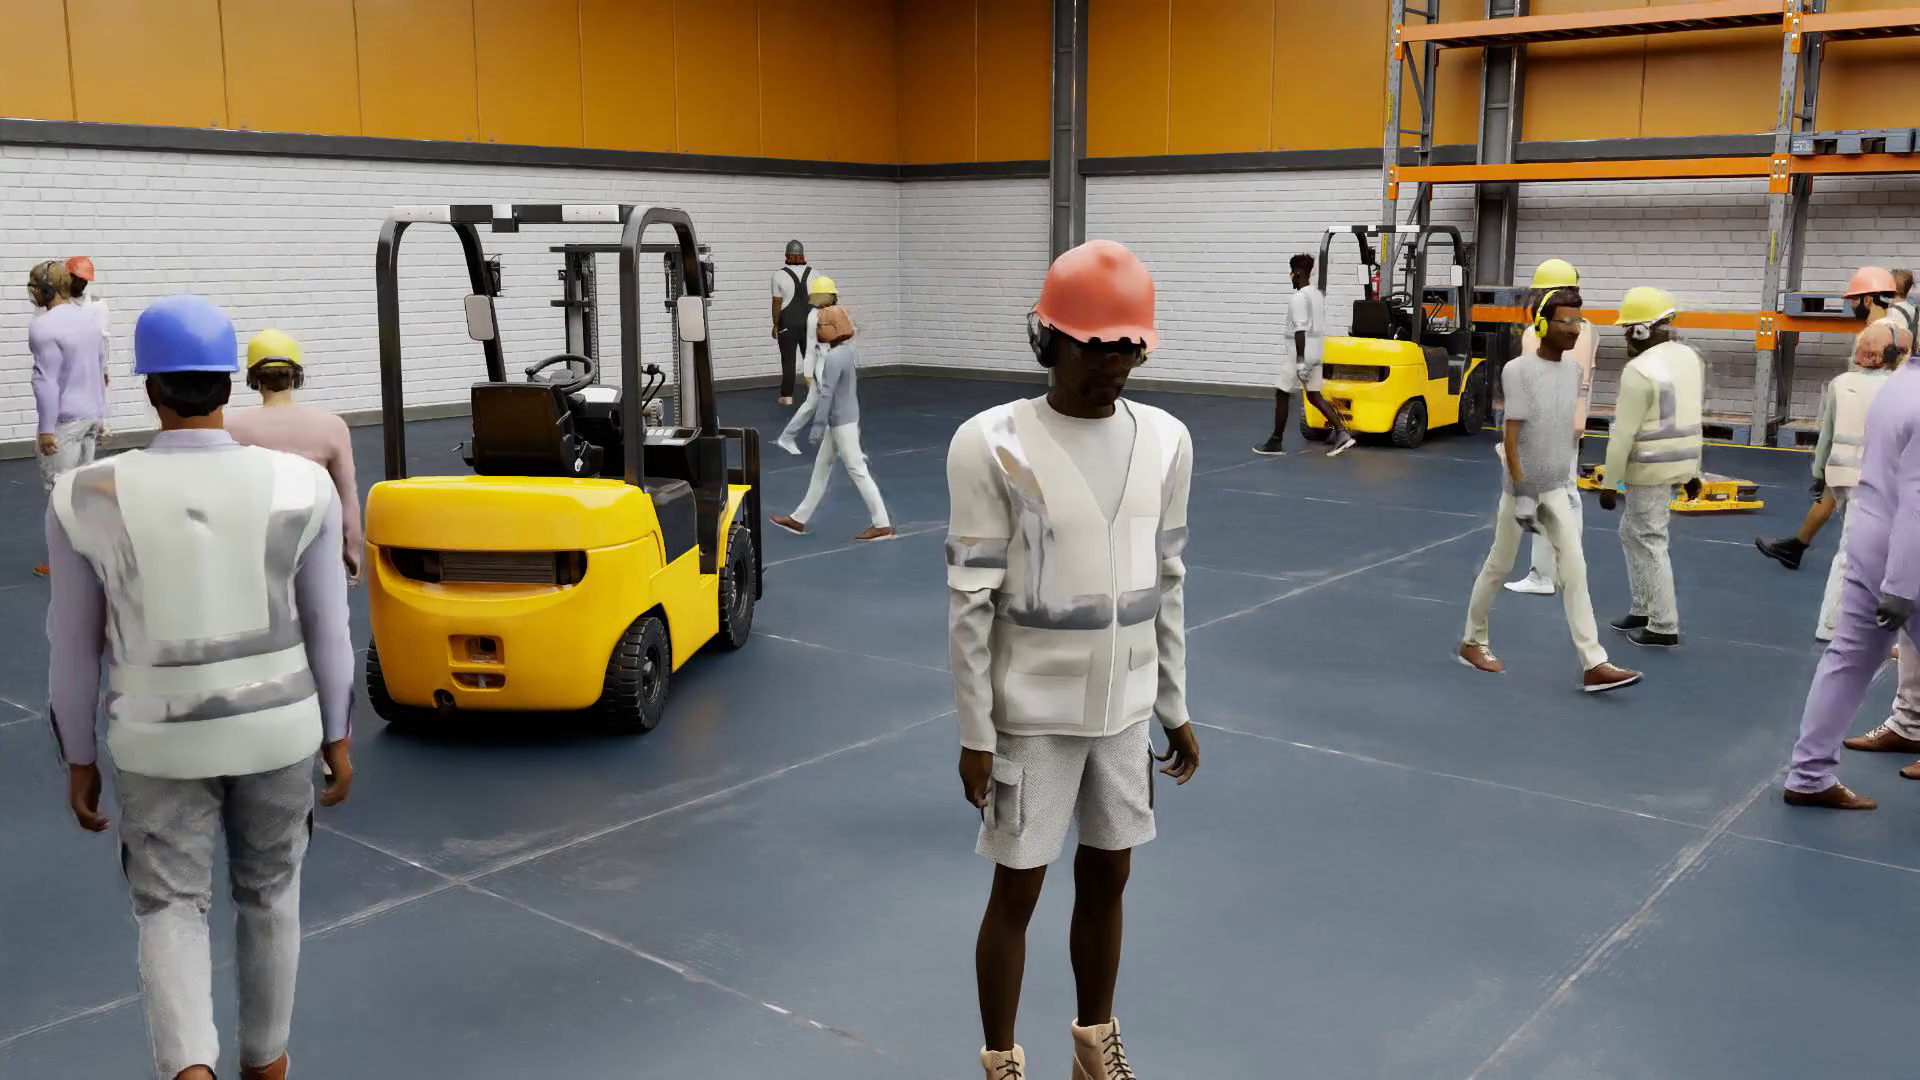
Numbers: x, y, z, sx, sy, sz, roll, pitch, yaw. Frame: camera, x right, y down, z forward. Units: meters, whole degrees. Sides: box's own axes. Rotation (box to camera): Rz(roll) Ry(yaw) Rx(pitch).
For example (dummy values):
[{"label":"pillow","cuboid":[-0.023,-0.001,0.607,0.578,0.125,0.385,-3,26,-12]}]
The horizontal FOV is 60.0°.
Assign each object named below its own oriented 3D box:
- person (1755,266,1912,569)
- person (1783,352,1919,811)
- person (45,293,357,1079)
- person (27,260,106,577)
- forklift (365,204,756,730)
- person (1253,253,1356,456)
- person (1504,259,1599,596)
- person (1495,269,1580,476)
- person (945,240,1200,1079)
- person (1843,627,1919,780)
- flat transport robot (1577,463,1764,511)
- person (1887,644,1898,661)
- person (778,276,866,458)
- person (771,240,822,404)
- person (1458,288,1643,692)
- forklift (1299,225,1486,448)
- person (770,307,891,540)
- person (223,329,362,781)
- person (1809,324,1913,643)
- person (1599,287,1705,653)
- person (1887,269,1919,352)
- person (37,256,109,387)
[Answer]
[{"label":"person","cuboid":[5.430,-0.694,9.984,0.543,1.870,1.036,-7,13,-35]},{"label":"person","cuboid":[3.393,0.086,5.719,0.933,1.867,0.664,2,10,12]},{"label":"person","cuboid":[-1.631,0.432,3.633,0.618,1.925,0.752,-5,11,-25]},{"label":"person","cuboid":[-5.299,-0.721,10.053,0.636,1.924,0.634,0,10,-2]},{"label":"forklift","cuboid":[-1.766,-0.406,7.525,1.214,2.155,2.313,1,10,7]},{"label":"person","cuboid":[3.288,-1.734,15.650,0.918,1.926,0.600,8,13,36]},{"label":"person","cuboid":[3.389,-0.642,9.572,0.592,1.925,0.385,-7,12,-34]},{"label":"person","cuboid":[4.935,-1.386,14.003,0.613,1.824,0.631,5,11,24]},{"label":"person","cuboid":[0.270,0.372,3.658,0.605,2.034,0.390,-5,12,-27]},{"label":"person","cuboid":[3.738,-0.048,6.337,0.409,1.908,0.643,0,10,-2]},{"label":"flat transport robot","cuboid":[5.504,-0.430,12.984,0.652,0.197,1.431,-2,11,-13]},{"label":"person","cuboid":[5.006,-0.313,8.044,0.914,1.825,0.510,-5,11,-27]},{"label":"person","cuboid":[-1.337,-1.624,15.635,0.884,1.702,0.490,2,10,10]},{"label":"person","cuboid":[-2.054,-2.715,20.741,0.674,2.000,0.535,-4,11,-22]},{"label":"person","cuboid":[2.664,-0.222,7.563,0.519,1.816,0.988,-5,11,-24]},{"label":"forklift","cuboid":[4.449,-2.115,16.993,1.214,2.155,2.313,8,13,38]},{"label":"person","cuboid":[-0.868,-0.784,11.306,0.881,1.583,0.518,1,10,5]},{"label":"person","cuboid":[-2.593,0.040,6.455,0.534,1.691,0.981,-5,12,-27]},{"label":"person","cuboid":[4.632,-0.276,8.387,0.639,1.611,0.527,-3,11,-14]},{"label":"person","cuboid":[3.380,-0.346,8.270,0.604,1.801,0.597,-8,13,-39]},{"label":"person","cuboid":[7.635,-1.303,13.576,0.523,1.810,0.924,-6,12,-30]},{"label":"person","cuboid":[-7.741,-1.525,14.548,0.581,1.894,0.607,-6,12,-32]}]
